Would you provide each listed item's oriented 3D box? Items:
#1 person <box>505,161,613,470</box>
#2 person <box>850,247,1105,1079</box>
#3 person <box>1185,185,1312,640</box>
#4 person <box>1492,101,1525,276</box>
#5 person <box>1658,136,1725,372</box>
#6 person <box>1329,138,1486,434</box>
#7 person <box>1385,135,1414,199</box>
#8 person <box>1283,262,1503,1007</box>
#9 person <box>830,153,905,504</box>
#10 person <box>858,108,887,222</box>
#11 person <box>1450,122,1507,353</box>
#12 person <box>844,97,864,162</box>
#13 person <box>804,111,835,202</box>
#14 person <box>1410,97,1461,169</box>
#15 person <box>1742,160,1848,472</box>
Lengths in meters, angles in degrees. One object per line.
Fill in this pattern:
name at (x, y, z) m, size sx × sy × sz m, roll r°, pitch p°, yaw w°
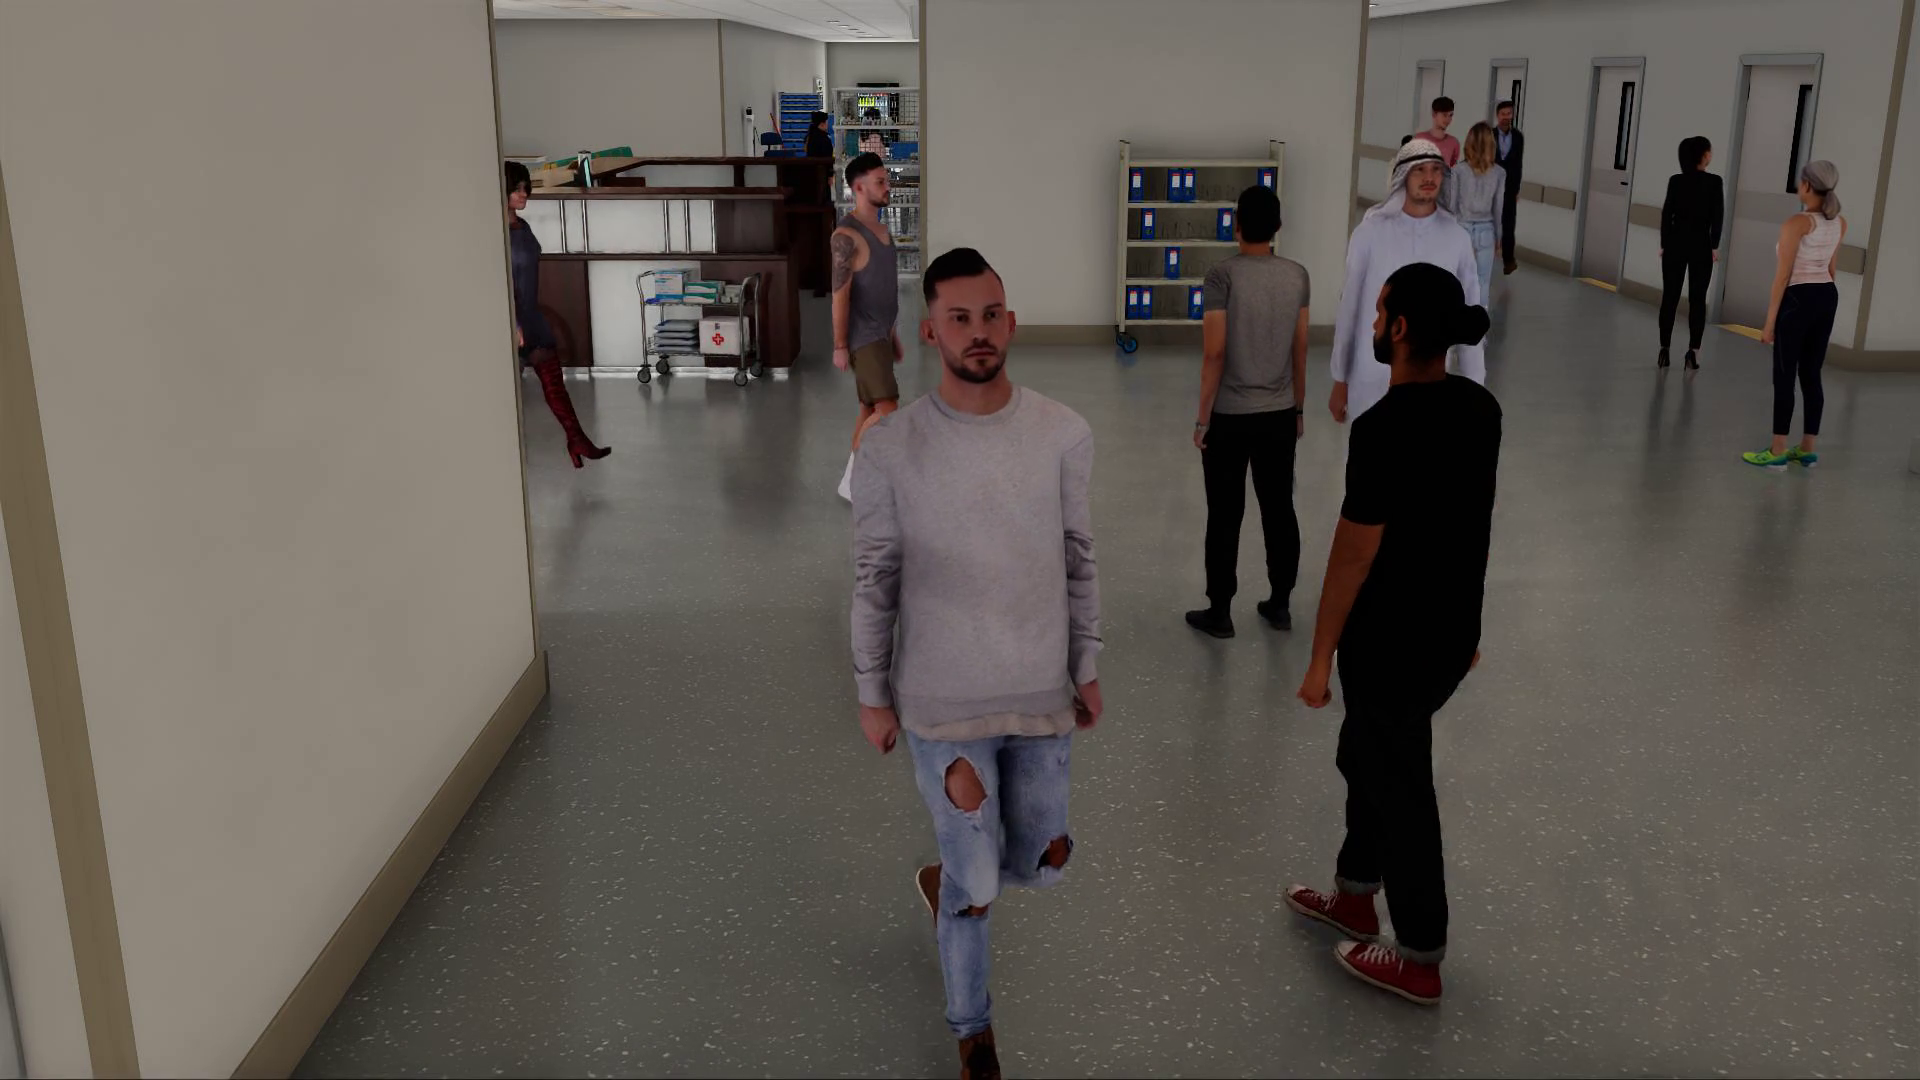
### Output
person at (-2.497, -1.165, 9.016) m, size 1.146 × 1.672 × 0.840 m, roll 5°, pitch 17°, yaw 18°
person at (0.031, 0.297, 3.555) m, size 1.000 × 1.821 × 0.953 m, roll -6°, pitch 17°, yaw -19°
person at (1.128, -0.496, 6.491) m, size 0.580 × 1.754 × 0.742 m, roll -5°, pitch 17°, yaw -18°
person at (5.776, -3.749, 17.950) m, size 1.264 × 1.798 × 0.815 m, roll 2°, pitch 16°, yaw 6°
person at (5.422, -2.132, 12.375) m, size 0.599 × 1.711 × 0.691 m, roll 12°, pitch 19°, yaw 36°
person at (1.718, -0.618, 6.640) m, size 0.872 × 1.909 × 0.835 m, roll -2°, pitch 16°, yaw -8°
person at (5.163, -3.948, 19.361) m, size 0.961 × 1.415 × 0.808 m, roll 4°, pitch 16°, yaw 14°
person at (1.098, 0.258, 3.831) m, size 0.927 × 1.748 × 0.866 m, roll 15°, pitch 22°, yaw 42°
person at (-0.544, -1.041, 8.502) m, size 0.714 × 1.834 × 0.701 m, roll 5°, pitch 17°, yaw 18°
person at (-1.027, -4.119, 19.318) m, size 0.721 × 1.767 × 0.723 m, roll -9°, pitch 18°, yaw -28°
person at (3.963, -2.284, 12.804) m, size 1.015 × 1.771 × 0.758 m, roll 2°, pitch 16°, yaw 8°
person at (-2.056, -7.686, 32.170) m, size 0.833 × 1.660 × 0.693 m, roll 2°, pitch 16°, yaw 5°
person at (-1.827, -4.656, 21.402) m, size 0.839 × 1.670 × 0.802 m, roll -12°, pitch 20°, yaw -36°
person at (4.065, -2.892, 14.652) m, size 0.993 × 1.938 × 0.805 m, roll -1°, pitch 16°, yaw -3°
person at (4.707, -1.247, 9.252) m, size 0.596 × 1.702 × 0.726 m, roll -6°, pitch 17°, yaw -22°
